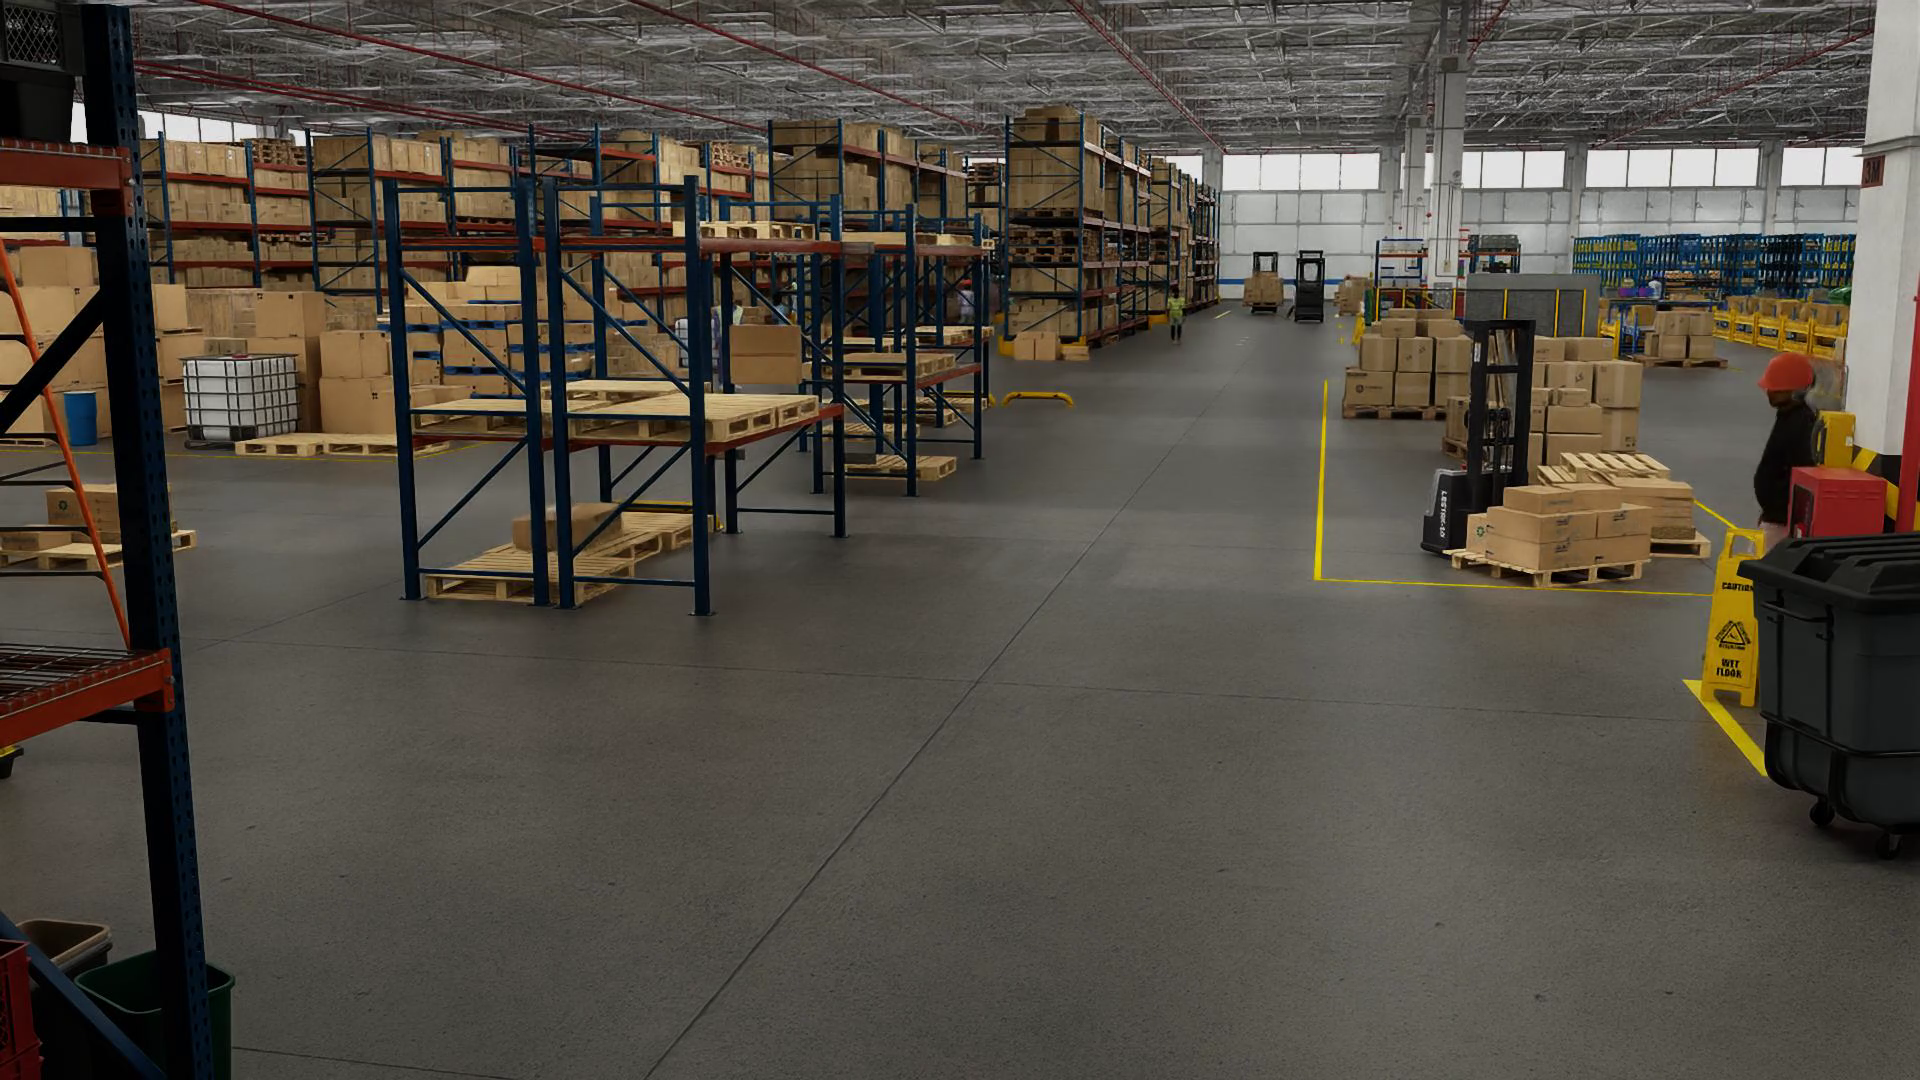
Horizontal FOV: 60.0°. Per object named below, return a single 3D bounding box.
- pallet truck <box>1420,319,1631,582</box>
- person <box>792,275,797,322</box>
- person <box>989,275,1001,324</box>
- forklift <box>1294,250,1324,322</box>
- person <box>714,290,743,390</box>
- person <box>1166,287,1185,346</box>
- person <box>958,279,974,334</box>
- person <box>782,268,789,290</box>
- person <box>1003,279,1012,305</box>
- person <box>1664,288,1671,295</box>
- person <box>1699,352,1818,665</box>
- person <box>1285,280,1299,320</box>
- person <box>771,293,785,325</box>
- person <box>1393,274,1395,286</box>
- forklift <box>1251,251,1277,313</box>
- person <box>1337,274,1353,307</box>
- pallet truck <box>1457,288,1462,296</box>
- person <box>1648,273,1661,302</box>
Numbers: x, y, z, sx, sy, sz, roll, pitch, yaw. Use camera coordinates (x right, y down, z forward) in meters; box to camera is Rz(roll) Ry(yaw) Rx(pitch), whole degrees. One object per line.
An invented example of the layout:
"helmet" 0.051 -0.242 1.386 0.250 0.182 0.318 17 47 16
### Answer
"pallet truck" 4.543 -0.757 13.299 0.823 1.965 1.885 -4 10 -22
"person" -6.474 -9.565 65.917 0.390 1.841 0.564 7 12 37
"person" 1.307 -9.122 63.158 0.422 1.891 0.639 9 13 44
"forklift" 13.778 -10.002 65.433 1.129 2.768 1.873 2 10 12
"person" -4.404 -3.819 31.673 0.597 1.914 0.372 -5 11 -29
"person" 6.158 -6.387 47.609 0.551 1.658 0.796 2 10 12
"person" 0.219 -6.552 47.842 0.562 1.918 0.465 1 10 8
"person" -8.065 -11.679 77.838 0.613 2.041 0.393 6 11 30
"person" 1.933 -9.156 63.894 0.874 1.711 0.529 -8 12 -40
"person" 35.991 -12.722 84.623 0.404 1.837 0.596 -1 10 -9
"person" 4.945 -0.136 9.782 0.893 1.948 0.635 6 11 30
"person" 13.682 -9.776 67.726 0.877 1.655 0.543 2 10 9
"person" -4.245 -4.920 38.841 0.318 1.696 0.540 0 10 2
"person" 22.904 -13.222 88.028 0.594 1.693 0.554 -1 10 -8
"forklift" 14.056 -11.880 76.555 1.129 2.768 1.873 2 10 12
"person" 19.725 -12.667 84.698 0.569 1.694 0.922 -8 13 -41
"pallet truck" 20.506 -9.785 68.819 0.653 1.274 1.630 2 10 12
"person" 27.224 -9.492 65.170 0.406 1.947 0.606 -4 10 -22
